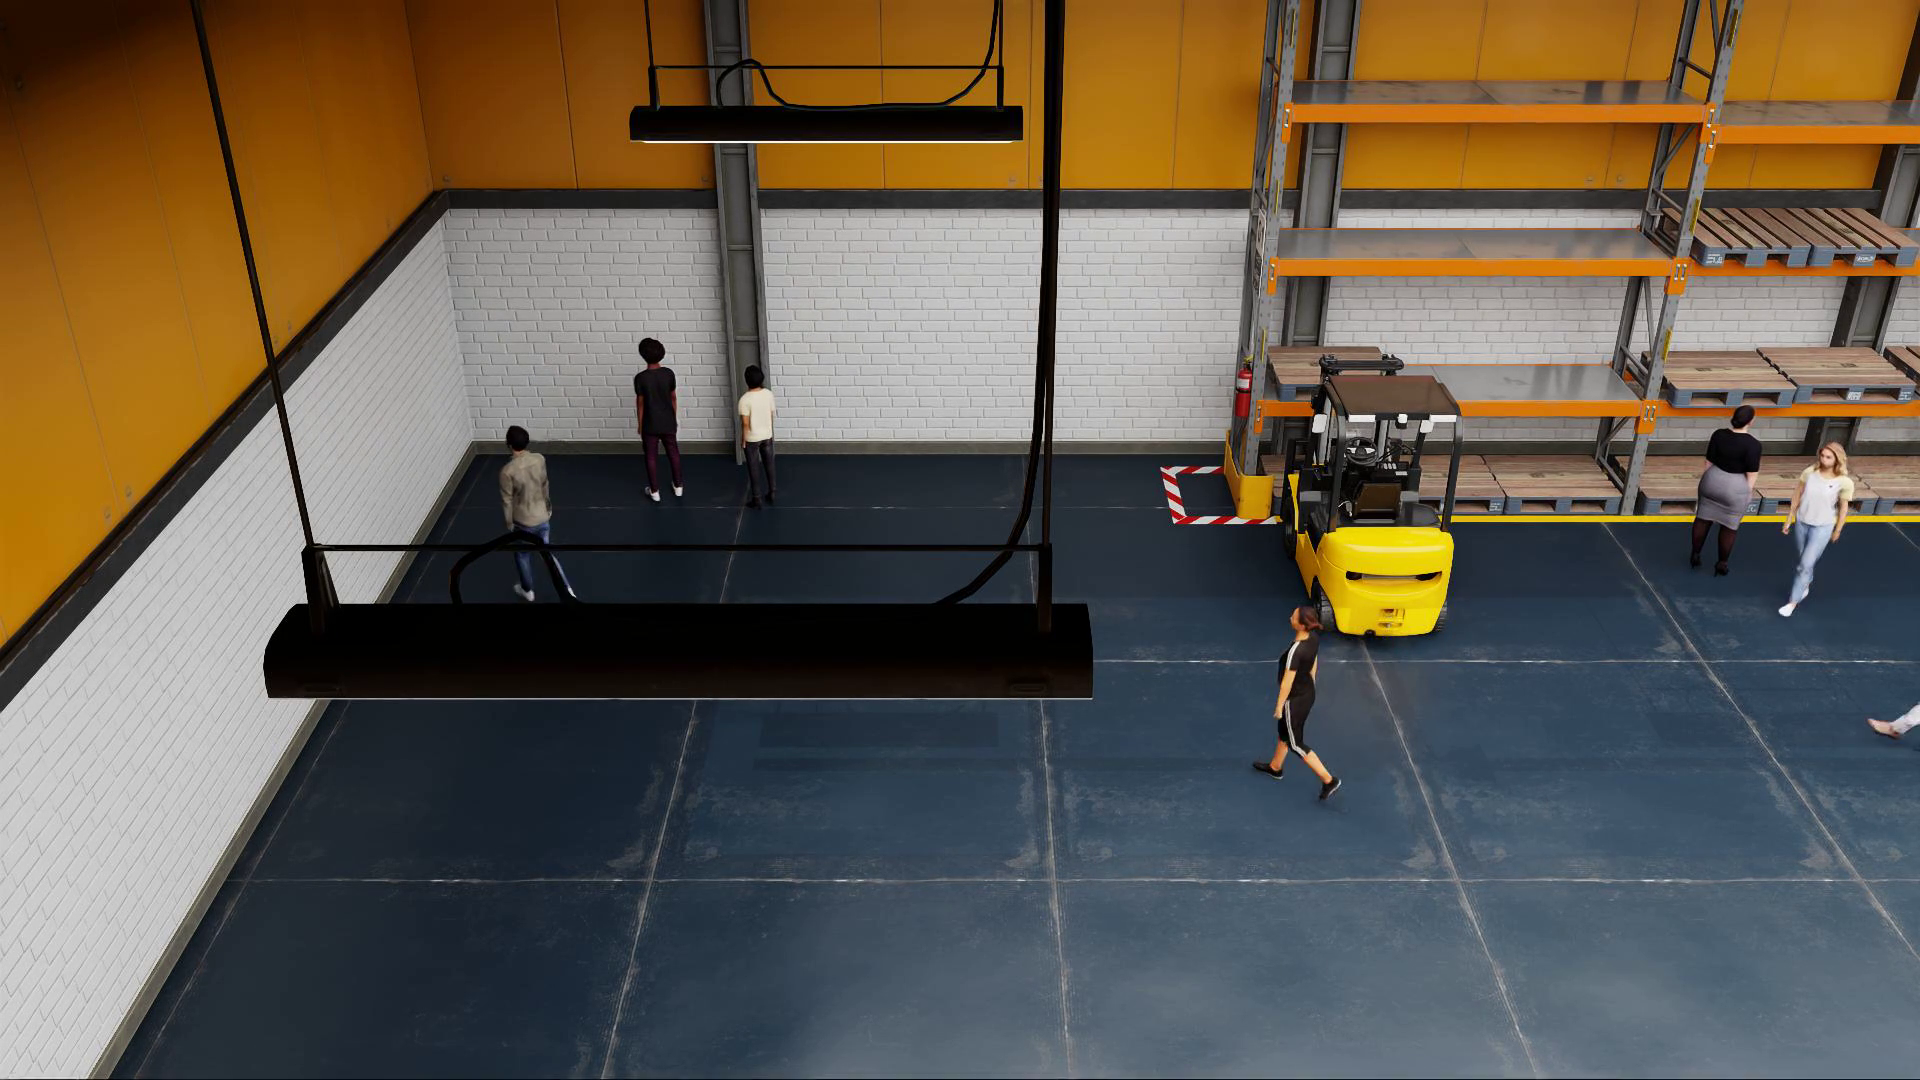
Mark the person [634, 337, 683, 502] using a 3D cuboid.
[{"bbox_3d":[-3.177,-1.271,17.462,0.675,1.782,0.765,-18,33,-30],"label":"person"}]

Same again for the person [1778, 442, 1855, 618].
[{"bbox_3d":[7.988,-0.154,15.509,1.113,1.692,1.029,-24,37,-37],"label":"person"}]

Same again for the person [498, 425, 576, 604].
[{"bbox_3d":[-3.925,-0.157,15.357,1.204,1.841,1.115,23,36,35],"label":"person"}]

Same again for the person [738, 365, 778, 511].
[{"bbox_3d":[-2.101,-1.072,17.299,0.625,1.587,0.710,-22,35,-34],"label":"person"}]

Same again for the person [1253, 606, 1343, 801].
[{"bbox_3d":[2.697,1.270,12.943,1.091,1.648,0.958,19,34,31],"label":"person"}]

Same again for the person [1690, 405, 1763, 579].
[{"bbox_3d":[7.378,-0.482,16.039,0.823,1.759,0.776,-22,36,-35],"label":"person"}]
